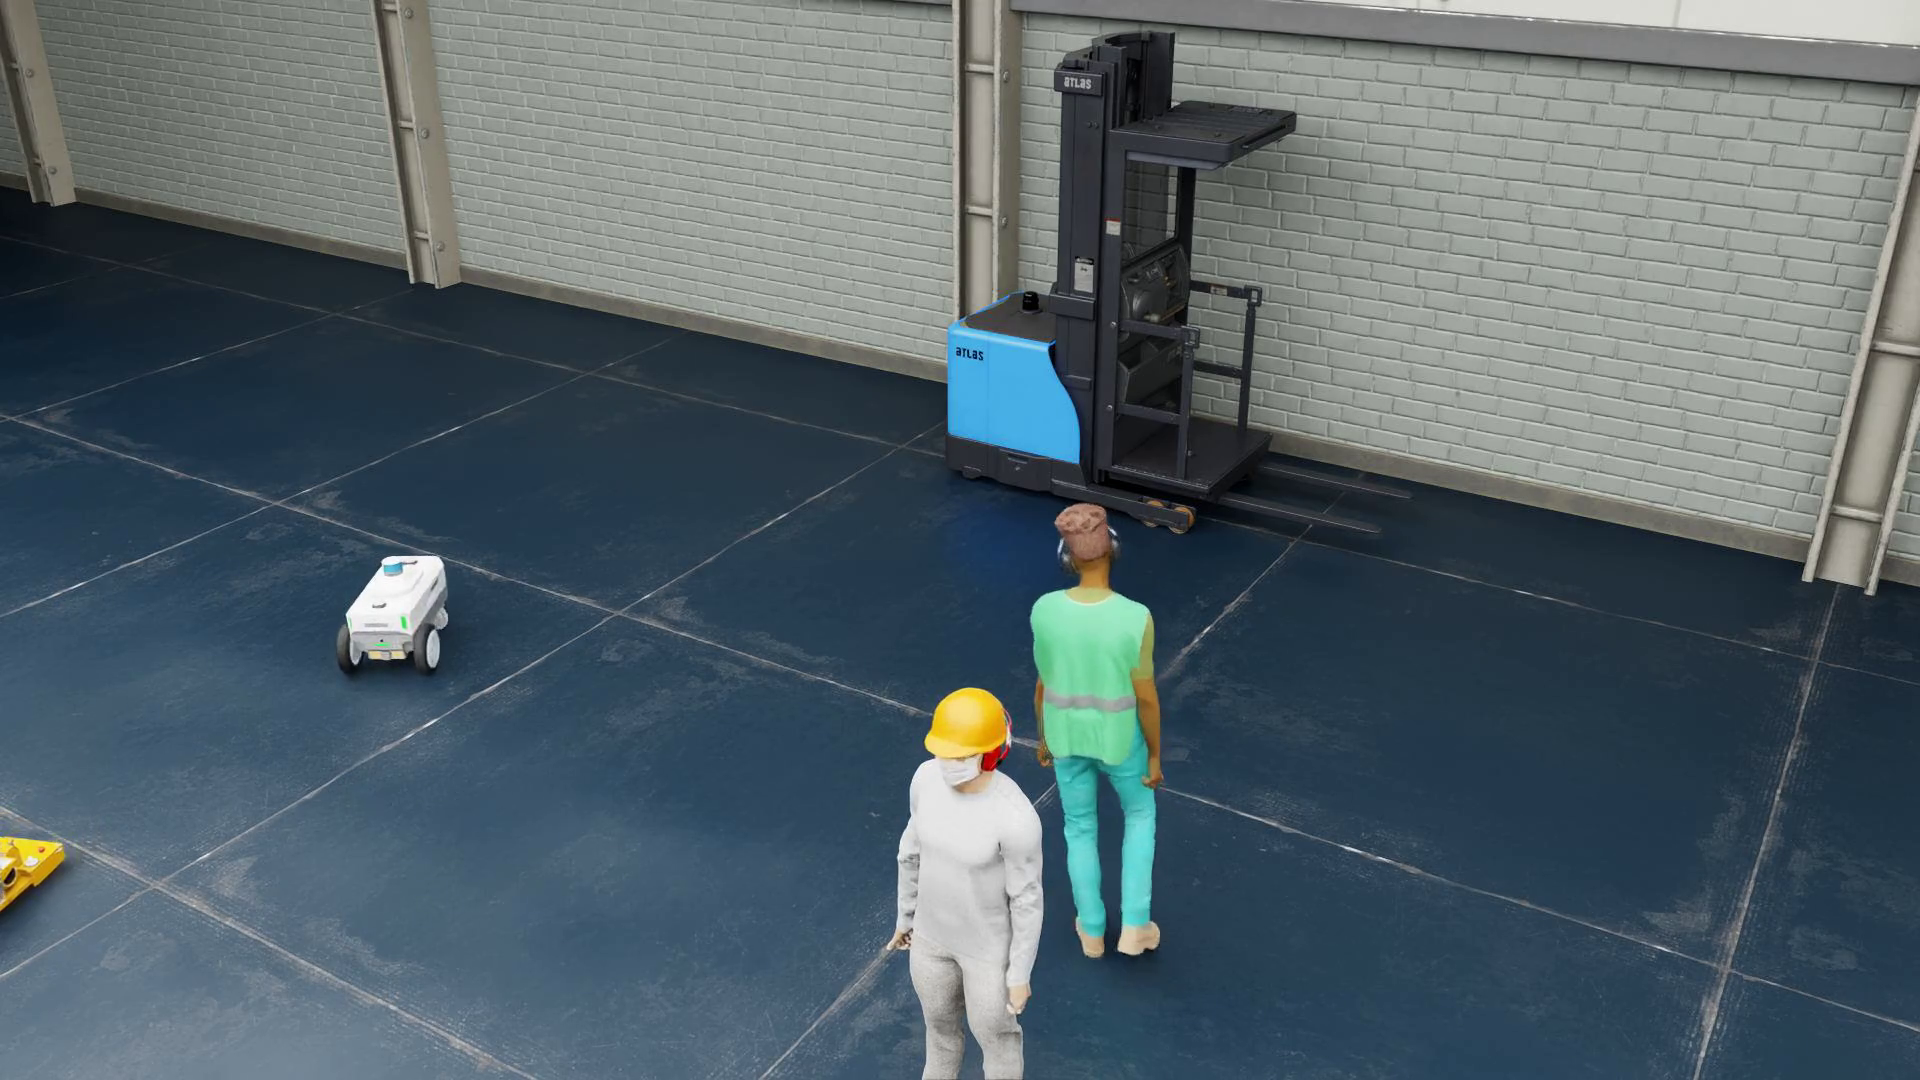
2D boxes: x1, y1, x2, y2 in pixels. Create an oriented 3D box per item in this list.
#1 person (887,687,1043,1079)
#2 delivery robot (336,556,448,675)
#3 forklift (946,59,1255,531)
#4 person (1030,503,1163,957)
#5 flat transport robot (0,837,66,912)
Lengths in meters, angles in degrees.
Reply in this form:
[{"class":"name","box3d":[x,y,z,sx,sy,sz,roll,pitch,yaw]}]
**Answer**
[{"class":"person","box3d":[0.018,1.322,5.562,0.558,1.898,0.353,17,30,32]},{"class":"delivery robot","box3d":[-3.087,0.383,9.104,0.523,0.585,0.752,1,25,1]},{"class":"forklift","box3d":[0.933,-1.707,10.833,1.873,2.768,1.129,15,29,28]},{"class":"person","box3d":[0.540,0.795,6.614,0.559,1.956,0.436,5,26,11]},{"class":"flat transport robot","box3d":[-4.442,1.625,6.821,0.659,0.231,1.431,4,26,9]}]
